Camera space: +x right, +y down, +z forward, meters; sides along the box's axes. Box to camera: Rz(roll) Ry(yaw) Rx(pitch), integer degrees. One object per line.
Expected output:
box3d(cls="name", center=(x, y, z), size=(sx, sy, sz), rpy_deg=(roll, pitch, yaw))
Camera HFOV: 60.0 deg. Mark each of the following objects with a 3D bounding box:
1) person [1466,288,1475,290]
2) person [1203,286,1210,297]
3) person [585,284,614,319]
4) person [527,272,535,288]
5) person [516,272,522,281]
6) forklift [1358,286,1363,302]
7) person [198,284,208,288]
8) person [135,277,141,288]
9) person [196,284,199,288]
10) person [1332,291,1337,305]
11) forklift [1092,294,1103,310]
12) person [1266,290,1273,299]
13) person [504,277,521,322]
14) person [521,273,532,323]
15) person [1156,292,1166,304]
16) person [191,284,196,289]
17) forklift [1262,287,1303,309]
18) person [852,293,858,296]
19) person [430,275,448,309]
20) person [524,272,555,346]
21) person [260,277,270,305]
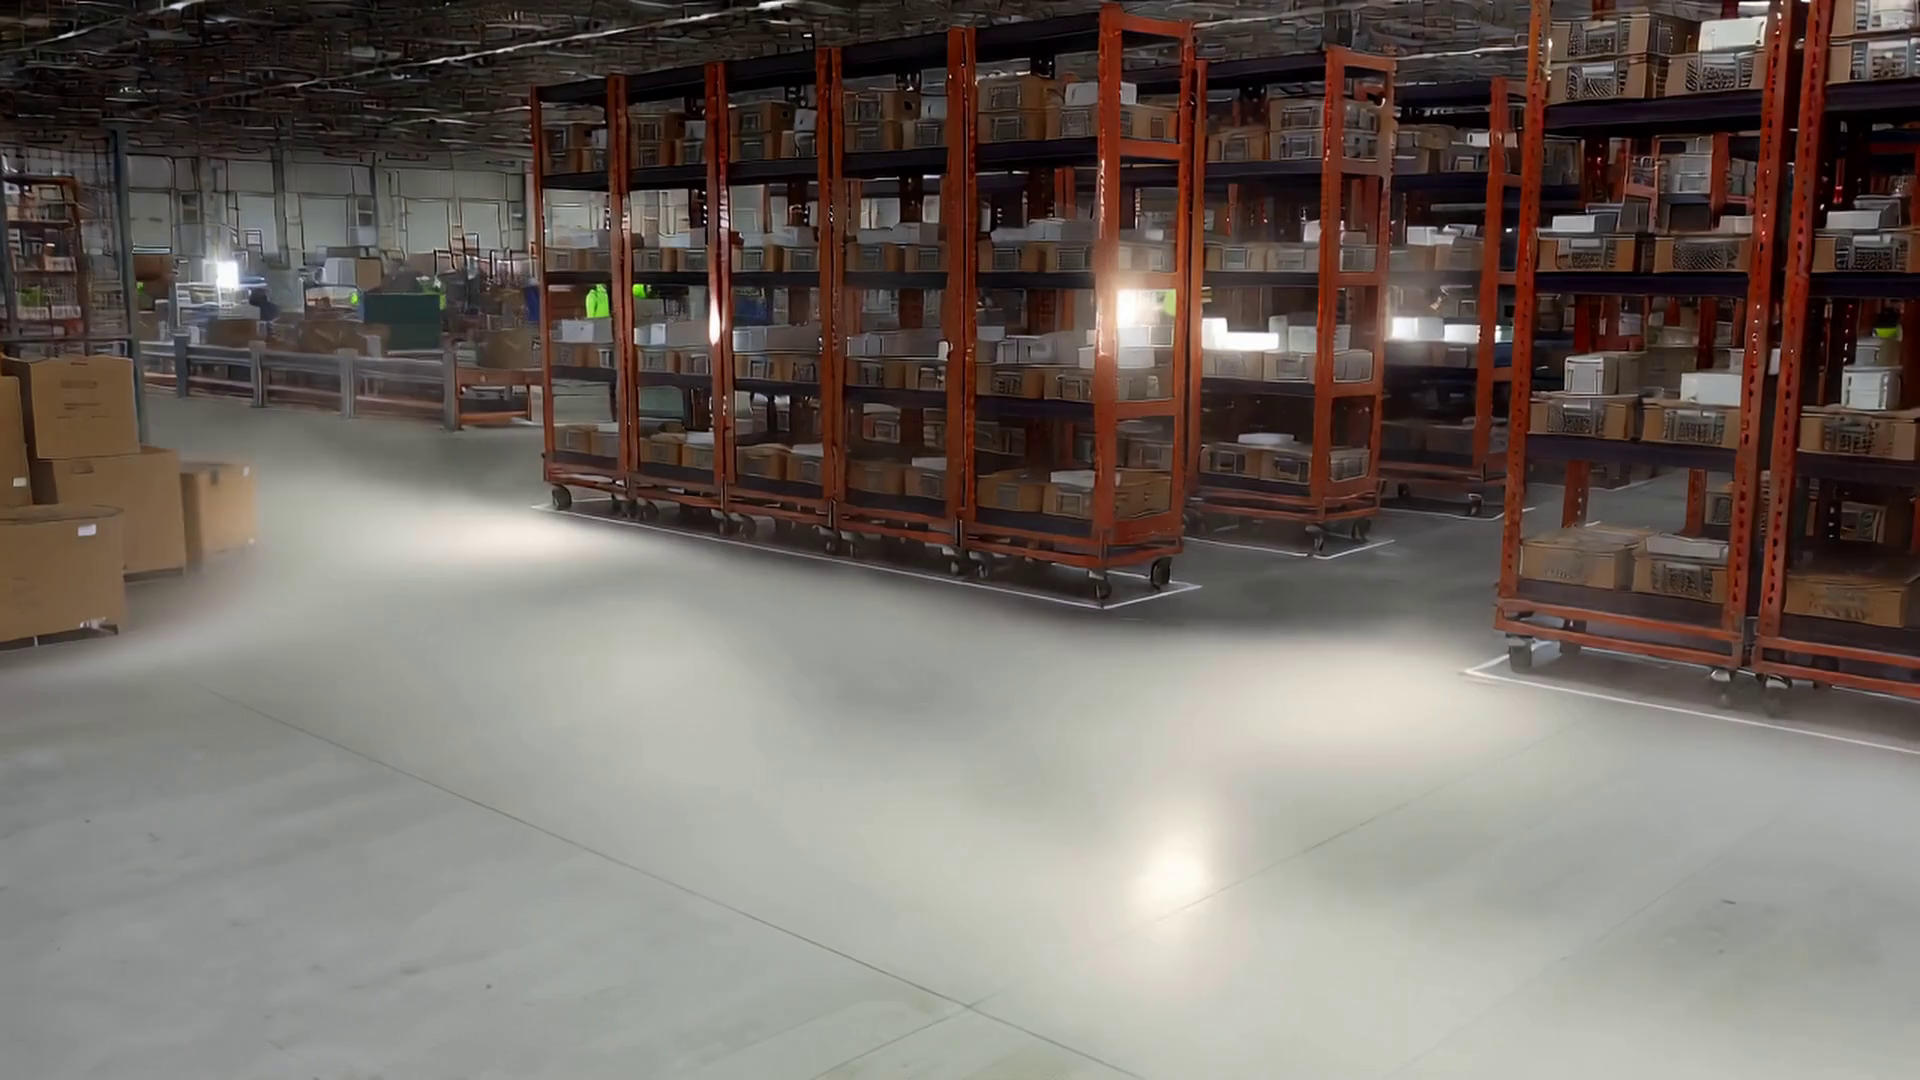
box3d(cls="person", center=(19.944, -9.500, 64.780), size=(0.443, 2.029, 0.637), rpy_deg=(-6, 11, -31))
box3d(cls="person", center=(8.188, -7.636, 54.570), size=(0.507, 1.634, 0.280), rpy_deg=(6, 11, 32))
box3d(cls="person", center=(-7.073, -4.220, 32.846), size=(0.398, 1.897, 0.640), rpy_deg=(8, 12, 39))
box3d(cls="person", center=(-17.306, -9.872, 67.312), size=(0.608, 1.947, 0.510), rpy_deg=(4, 10, 24))
box3d(cls="person", center=(-25.511, -14.494, 95.780), size=(0.592, 1.910, 0.611), rpy_deg=(1, 9, 6))
box3d(cls="forklift", center=(11.100, -7.017, 46.970), size=(1.873, 2.768, 1.129), rpy_deg=(9, 13, 43))
box3d(cls="person", center=(-26.505, -8.348, 58.215), size=(0.328, 1.873, 0.512), rpy_deg=(1, 9, 7))
box3d(cls="person", center=(-34.944, -10.334, 70.403), size=(0.606, 1.864, 0.422), rpy_deg=(1, 9, 5))
box3d(cls="person", center=(-37.569, -12.308, 82.466), size=(0.595, 1.890, 0.961), rpy_deg=(2, 9, 9))
box3d(cls="person", center=(6.590, -3.652, 29.863), size=(0.892, 1.726, 0.537), rpy_deg=(-9, 13, -43))
box3d(cls="forklift", center=(5.991, -9.850, 64.339), size=(1.873, 2.768, 1.129), rpy_deg=(9, 13, 43))
box3d(cls="person", center=(10.692, -8.072, 57.410), size=(0.880, 1.579, 0.505), rpy_deg=(-7, 12, -37))
box3d(cls="person", center=(-15.805, -8.366, 58.678), size=(0.606, 1.765, 0.845), rpy_deg=(-4, 10, -21))
box3d(cls="person", center=(-15.571, -8.630, 59.780), size=(0.454, 1.924, 0.574), rpy_deg=(-6, 11, -34))
box3d(cls="person", center=(6.865, -7.967, 55.730), size=(0.679, 1.915, 0.581), rpy_deg=(-2, 10, -15))
box3d(cls="person", center=(-40.286, -13.140, 87.622), size=(0.520, 1.865, 0.328), rpy_deg=(-7, 12, -38))
box3d(cls="forklift", center=(10.769, -8.203, 54.240), size=(1.129, 2.768, 1.873), rpy_deg=(8, 12, 42))
box3d(cls="person", center=(-4.702, -10.997, 74.986), size=(0.532, 1.697, 0.322), rpy_deg=(6, 11, 34))
box3d(cls="person", center=(-14.045, -6.231, 45.163), size=(0.978, 1.887, 0.573), rpy_deg=(7, 11, 35))
box3d(cls="person", center=(-9.336, -4.974, 37.145), size=(0.604, 1.989, 0.999), rpy_deg=(7, 11, 35))
box3d(cls="person", center=(-26.501, -9.128, 63.390), size=(0.490, 1.744, 0.295), rpy_deg=(5, 11, 29))
